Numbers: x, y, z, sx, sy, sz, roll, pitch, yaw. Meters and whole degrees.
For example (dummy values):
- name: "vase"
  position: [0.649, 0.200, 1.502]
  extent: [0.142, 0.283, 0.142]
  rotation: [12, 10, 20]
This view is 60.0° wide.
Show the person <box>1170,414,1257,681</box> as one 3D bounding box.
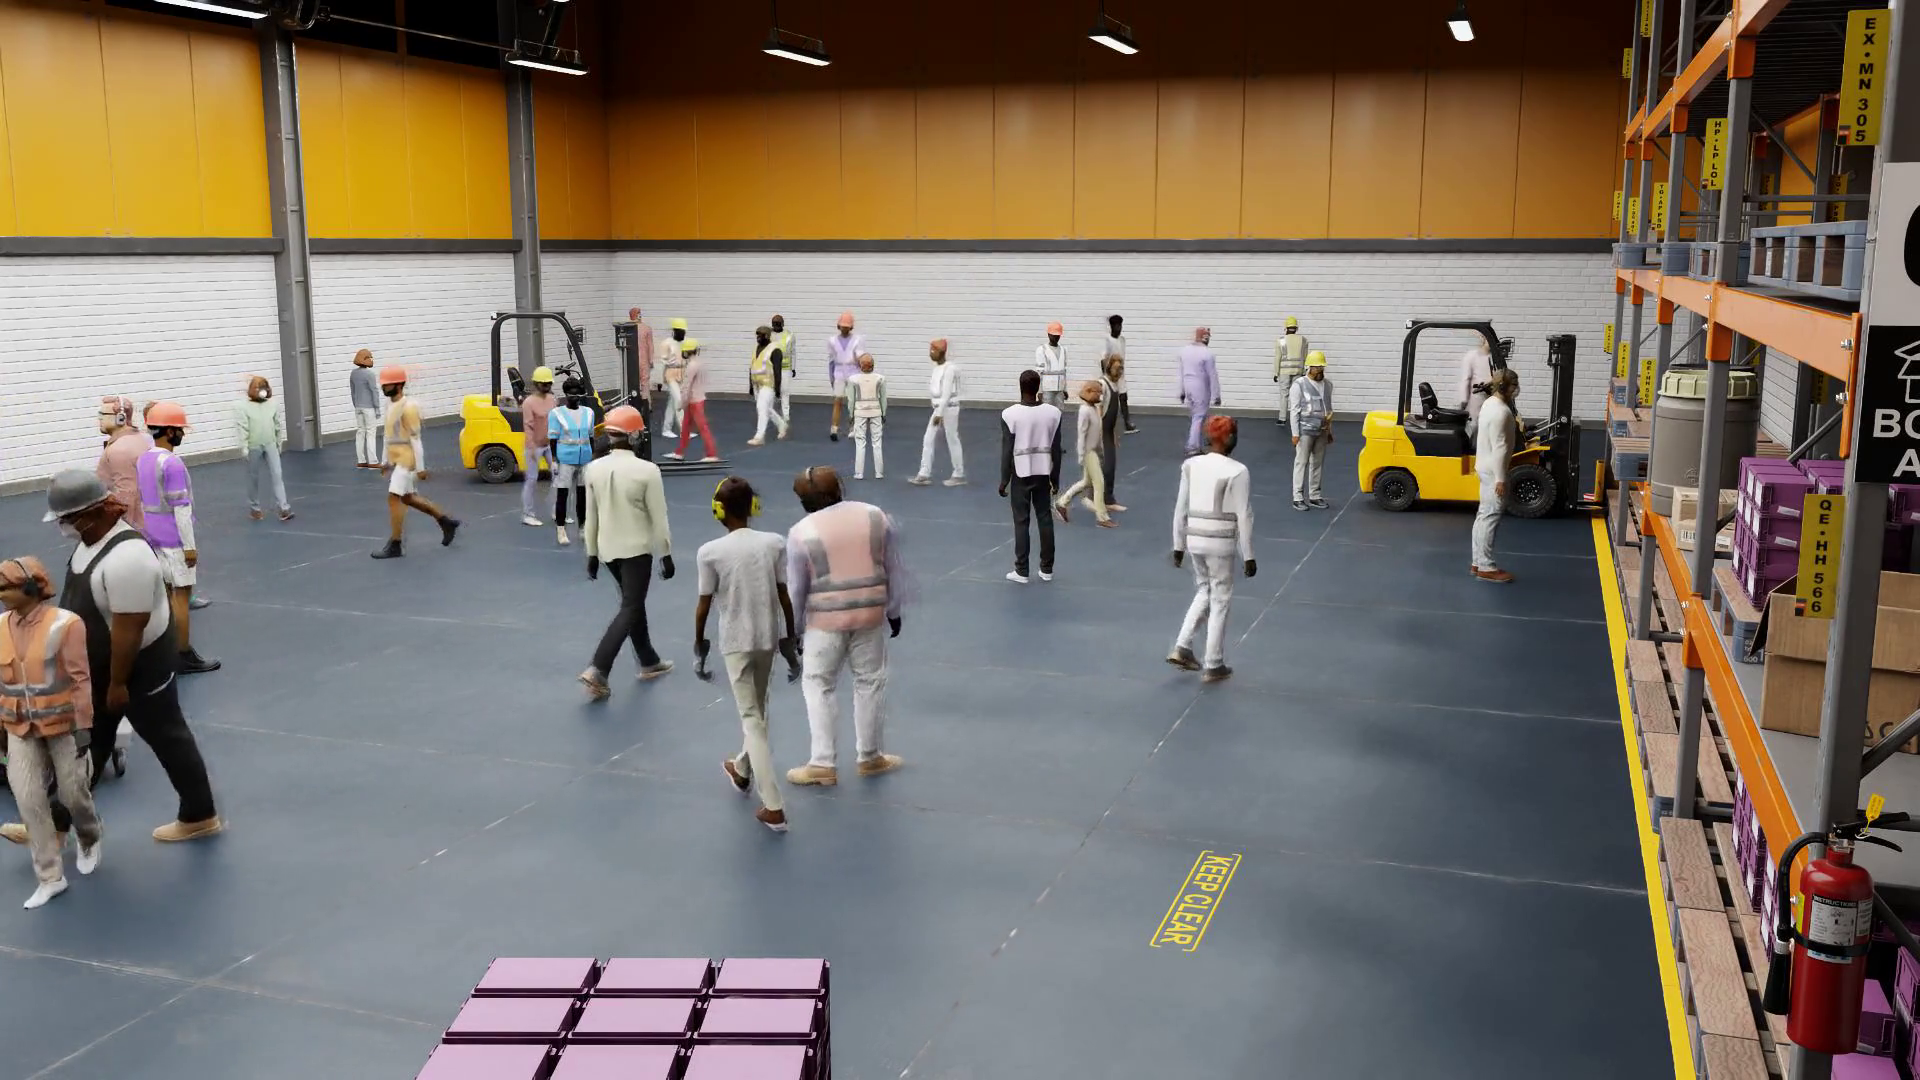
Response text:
- name: "person"
  position: [1.763, 0.057, 11.587]
  extent: [0.411, 1.865, 0.623]
  rotation: [-8, 13, -38]

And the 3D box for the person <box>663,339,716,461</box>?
- name: "person"
  position: [-3.791, -1.911, 23.046]
  extent: [0.845, 1.729, 0.529]
  rotation: [0, 10, -2]

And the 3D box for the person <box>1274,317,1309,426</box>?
- name: "person"
  position: [5.546, -2.830, 27.943]
  extent: [0.588, 1.833, 0.404]
  rotation: [-2, 10, -10]

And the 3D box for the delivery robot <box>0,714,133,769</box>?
- name: "delivery robot"
  position: [-5.049, 1.061, 9.362]
  extent: [0.477, 0.478, 0.707]
  rotation: [9, 13, 40]

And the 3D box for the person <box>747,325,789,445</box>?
- name: "person"
  position: [-2.941, -2.380, 25.442]
  extent: [0.808, 1.818, 0.635]
  rotation: [-9, 14, -42]

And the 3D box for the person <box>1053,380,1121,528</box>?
- name: "person"
  position: [1.359, -0.938, 17.945]
  extent: [0.784, 1.600, 0.519]
  rotation: [4, 11, 22]

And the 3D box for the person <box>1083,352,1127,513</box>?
- name: "person"
  position: [1.665, -1.198, 18.761]
  extent: [0.400, 1.833, 0.542]
  rotation: [3, 11, 17]

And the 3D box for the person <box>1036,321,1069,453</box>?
- name: "person"
  position: [1.359, -2.207, 24.149]
  extent: [0.549, 1.932, 0.373]
  rotation: [-7, 12, -34]

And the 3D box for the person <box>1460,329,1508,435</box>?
- name: "person"
  position: [7.239, -1.988, 23.039]
  extent: [0.659, 1.889, 0.718]
  rotation: [-1, 10, -5]

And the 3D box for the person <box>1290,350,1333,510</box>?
- name: "person"
  position: [4.057, -1.259, 19.096]
  extent: [0.602, 1.830, 0.404]
  rotation: [-6, 12, -30]

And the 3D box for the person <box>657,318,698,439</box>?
- name: "person"
  position: [-4.360, -2.515, 25.990]
  extent: [0.862, 1.889, 0.603]
  rotation: [5, 11, 27]

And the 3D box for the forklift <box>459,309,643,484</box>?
- name: "forklift"
  position: [-5.354, -1.902, 21.697]
  extent: [2.313, 2.155, 1.214]
  rotation: [-2, 10, -13]

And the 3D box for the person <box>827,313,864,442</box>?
- name: "person"
  position: [-1.780, -2.519, 25.813]
  extent: [0.598, 1.969, 1.046]
  rotation: [1, 10, 5]

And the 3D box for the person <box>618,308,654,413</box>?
- name: "person"
  position: [-5.831, -3.235, 30.027]
  extent: [0.643, 1.905, 0.400]
  rotation: [0, 10, 1]

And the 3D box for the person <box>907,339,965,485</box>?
- name: "person"
  position: [-0.302, -1.581, 20.869]
  extent: [0.849, 1.849, 0.573]
  rotation: [-5, 11, -26]

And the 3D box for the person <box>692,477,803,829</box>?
- name: "person"
  position: [-1.166, 0.565, 8.854]
  extent: [0.531, 1.818, 0.961]
  rotation: [-6, 12, -31]

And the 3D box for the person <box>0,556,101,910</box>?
- name: "person"
  position: [-4.244, 0.864, 7.757]
  extent: [0.536, 1.616, 0.547]
  rotation: [0, 10, 0]

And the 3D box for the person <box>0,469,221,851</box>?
- name: "person"
  position: [-4.229, 0.572, 8.199]
  extent: [1.023, 2.000, 0.753]
  rotation: [-9, 13, -41]

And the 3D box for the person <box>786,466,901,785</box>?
- name: "person"
  position: [-0.657, 0.477, 9.424]
  extent: [0.692, 1.808, 0.432]
  rotation: [-4, 11, -21]

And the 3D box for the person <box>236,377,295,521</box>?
- name: "person"
  position: [-7.617, -0.980, 18.205]
  extent: [0.504, 1.597, 0.830]
  rotation: [-8, 13, -40]

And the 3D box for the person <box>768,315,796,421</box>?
- name: "person"
  position: [-3.133, -2.956, 28.654]
  extent: [0.620, 1.837, 0.430]
  rotation: [-1, 10, -6]

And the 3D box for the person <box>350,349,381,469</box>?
- name: "person"
  position: [-8.039, -1.771, 22.541]
  extent: [0.502, 1.633, 0.280]
  rotation: [6, 12, 31]

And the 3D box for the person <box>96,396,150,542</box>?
- name: "person"
  position: [-6.301, -0.135, 12.548]
  extent: [0.409, 1.910, 0.651]
  rotation: [-3, 10, -16]

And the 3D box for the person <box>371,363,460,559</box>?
- name: "person"
  position: [-5.359, -0.790, 16.268]
  extent: [0.860, 1.907, 0.539]
  rotation: [-7, 12, -35]

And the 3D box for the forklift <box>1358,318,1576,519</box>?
- name: "forklift"
  position: [5.787, -1.437, 19.079]
  extent: [2.313, 2.155, 1.214]
  rotation: [3, 11, 19]

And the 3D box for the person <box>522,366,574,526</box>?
- name: "person"
  position: [-4.451, -0.999, 17.885]
  extent: [0.687, 1.734, 0.586]
  rotation: [6, 12, 31]

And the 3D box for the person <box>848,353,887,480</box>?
- name: "person"
  position: [-1.194, -1.593, 21.507]
  extent: [0.514, 1.645, 0.307]
  rotation: [-2, 10, -11]

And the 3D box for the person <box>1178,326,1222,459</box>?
- name: "person"
  position: [3.470, -2.093, 23.628]
  extent: [0.620, 1.887, 0.686]
  rotation: [-6, 12, -32]

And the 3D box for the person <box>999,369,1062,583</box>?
- name: "person"
  position: [0.642, -0.571, 14.980]
  extent: [0.594, 1.917, 0.373]
  rotation: [-4, 11, -22]

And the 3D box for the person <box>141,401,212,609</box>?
- name: "person"
  position: [-6.570, -0.234, 13.490]
  extent: [0.531, 1.787, 0.891]
  rotation: [8, 13, 39]

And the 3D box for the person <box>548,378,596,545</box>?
- name: "person"
  position: [-3.926, -0.800, 16.903]
  extent: [0.531, 1.692, 0.320]
  rotation: [-9, 13, -40]

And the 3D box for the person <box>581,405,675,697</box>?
- name: "person"
  position: [-2.290, 0.064, 11.314]
  extent: [0.620, 1.964, 0.975]
  rotation: [6, 12, 29]

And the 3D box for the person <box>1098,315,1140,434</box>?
- name: "person"
  position: [2.468, -2.684, 26.905]
  extent: [0.625, 1.914, 1.022]
  rotation: [-9, 13, -40]

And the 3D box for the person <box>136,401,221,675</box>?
- name: "person"
  position: [-5.570, -0.014, 11.795]
  extent: [0.542, 1.936, 0.362]
  rotation: [8, 13, 37]

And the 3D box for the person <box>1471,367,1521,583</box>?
- name: "person"
  position: [4.841, -0.592, 15.044]
  extent: [0.352, 1.937, 0.635]
  rotation: [2, 10, 9]
